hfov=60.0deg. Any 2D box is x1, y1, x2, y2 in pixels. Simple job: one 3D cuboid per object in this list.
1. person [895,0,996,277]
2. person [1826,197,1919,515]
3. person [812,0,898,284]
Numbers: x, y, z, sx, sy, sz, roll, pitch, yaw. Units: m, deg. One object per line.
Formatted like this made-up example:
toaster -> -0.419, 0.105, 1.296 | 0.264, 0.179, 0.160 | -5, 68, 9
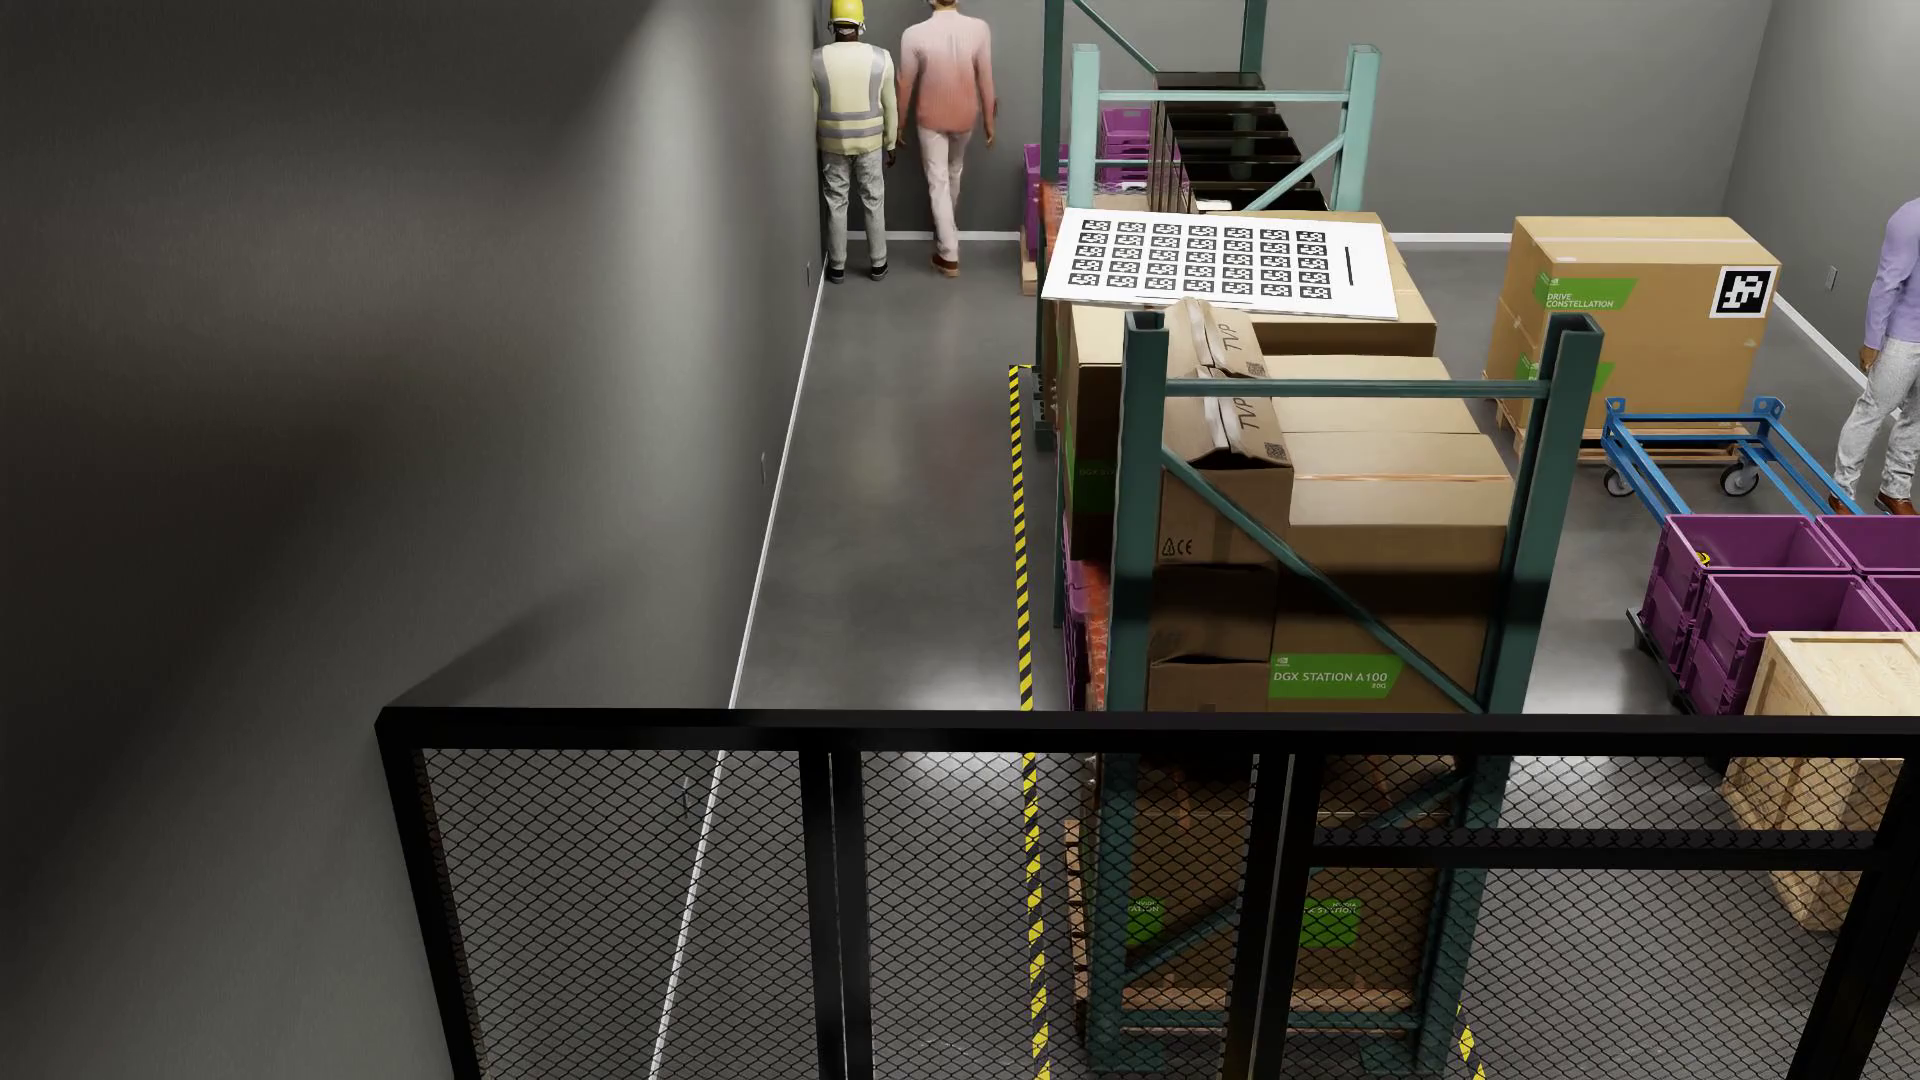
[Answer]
person -> -0.134, -2.765, 10.806 | 0.643, 1.946, 0.936 | -13, 33, -20
person -> 4.527, -0.944, 7.784 | 0.630, 1.940, 0.372 | -1, 31, -2
person -> -0.691, -2.528, 10.515 | 0.600, 1.830, 0.404 | -4, 31, -7
